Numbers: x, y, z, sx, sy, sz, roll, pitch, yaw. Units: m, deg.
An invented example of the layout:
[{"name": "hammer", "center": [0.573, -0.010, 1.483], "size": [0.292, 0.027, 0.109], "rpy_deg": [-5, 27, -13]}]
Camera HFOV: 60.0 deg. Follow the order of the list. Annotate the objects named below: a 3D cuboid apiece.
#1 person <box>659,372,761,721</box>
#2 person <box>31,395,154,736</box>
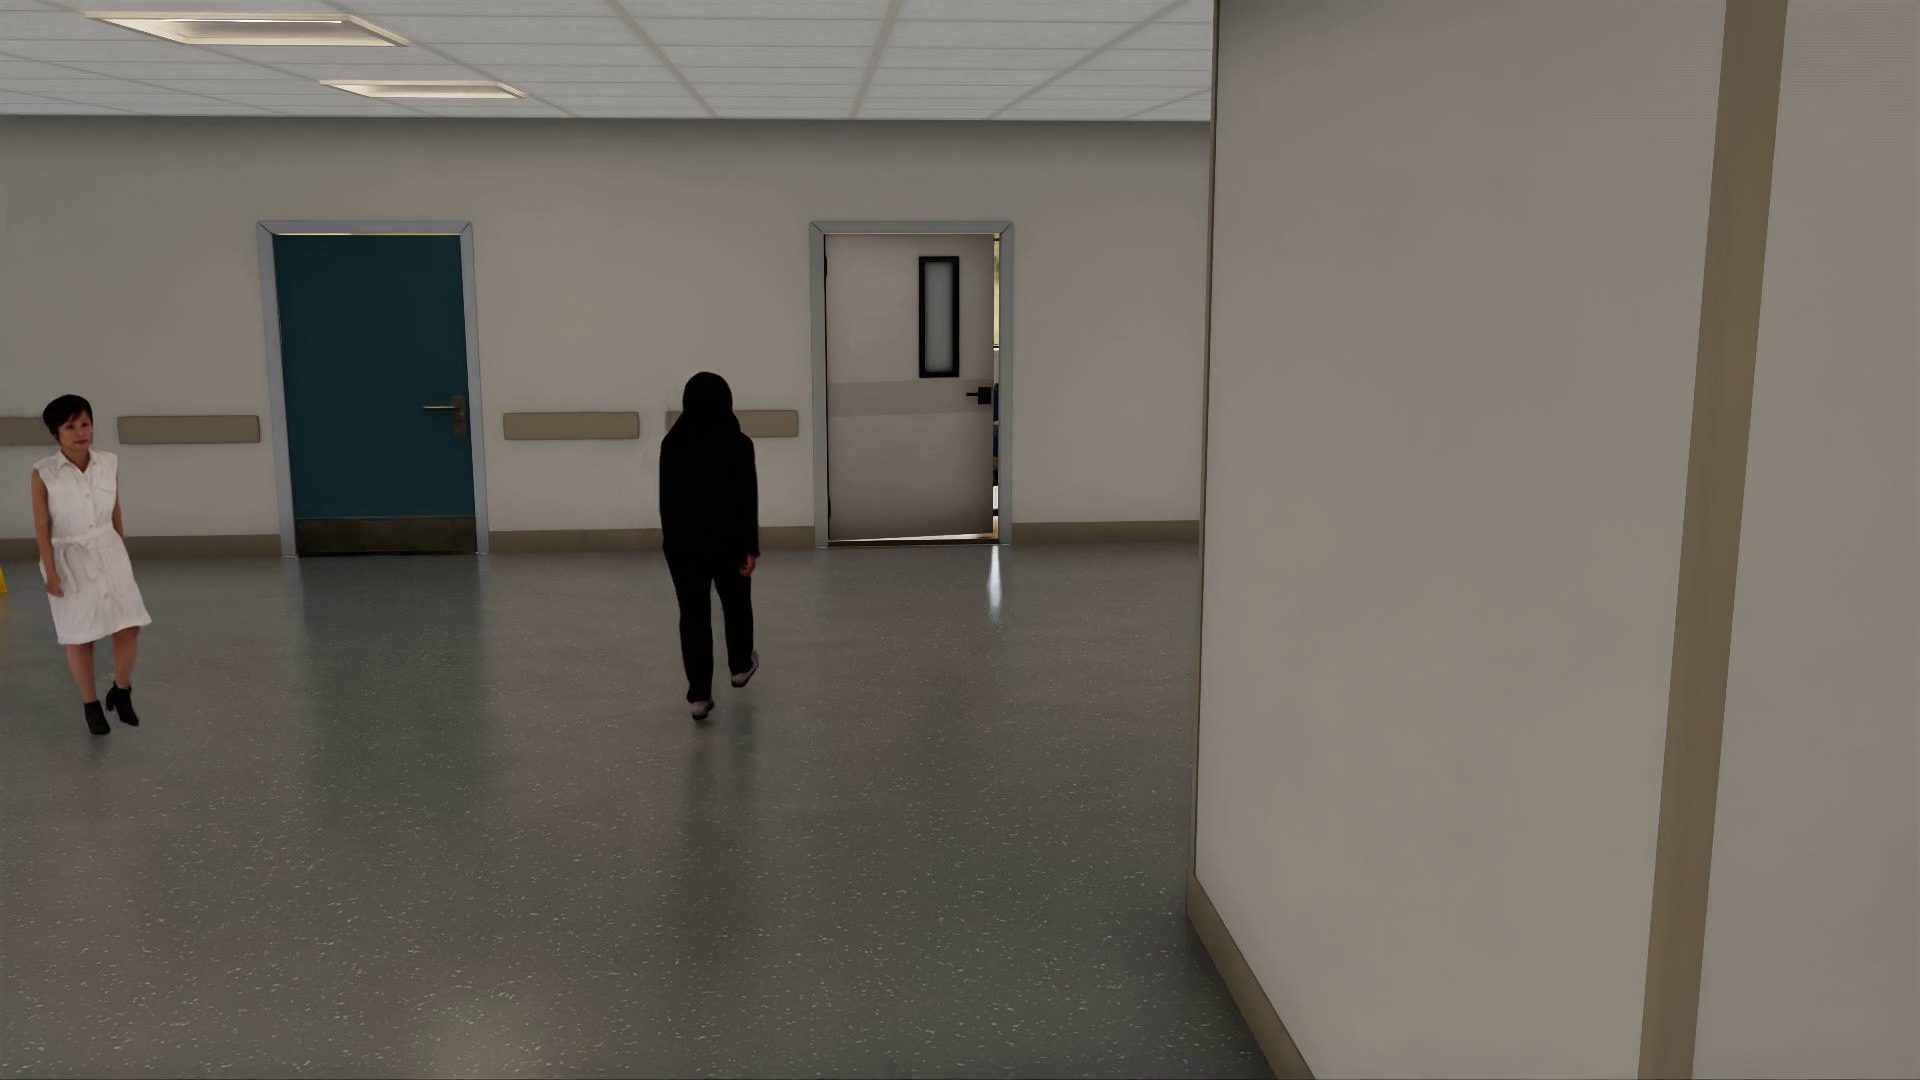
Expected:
[{"name": "person", "center": [-1.186, 0.052, 7.713], "size": [0.985, 1.580, 0.830], "rpy_deg": [1, 11, 4]}, {"name": "person", "center": [-3.965, 0.118, 7.471], "size": [0.751, 1.541, 0.684], "rpy_deg": [10, 15, 43]}]
